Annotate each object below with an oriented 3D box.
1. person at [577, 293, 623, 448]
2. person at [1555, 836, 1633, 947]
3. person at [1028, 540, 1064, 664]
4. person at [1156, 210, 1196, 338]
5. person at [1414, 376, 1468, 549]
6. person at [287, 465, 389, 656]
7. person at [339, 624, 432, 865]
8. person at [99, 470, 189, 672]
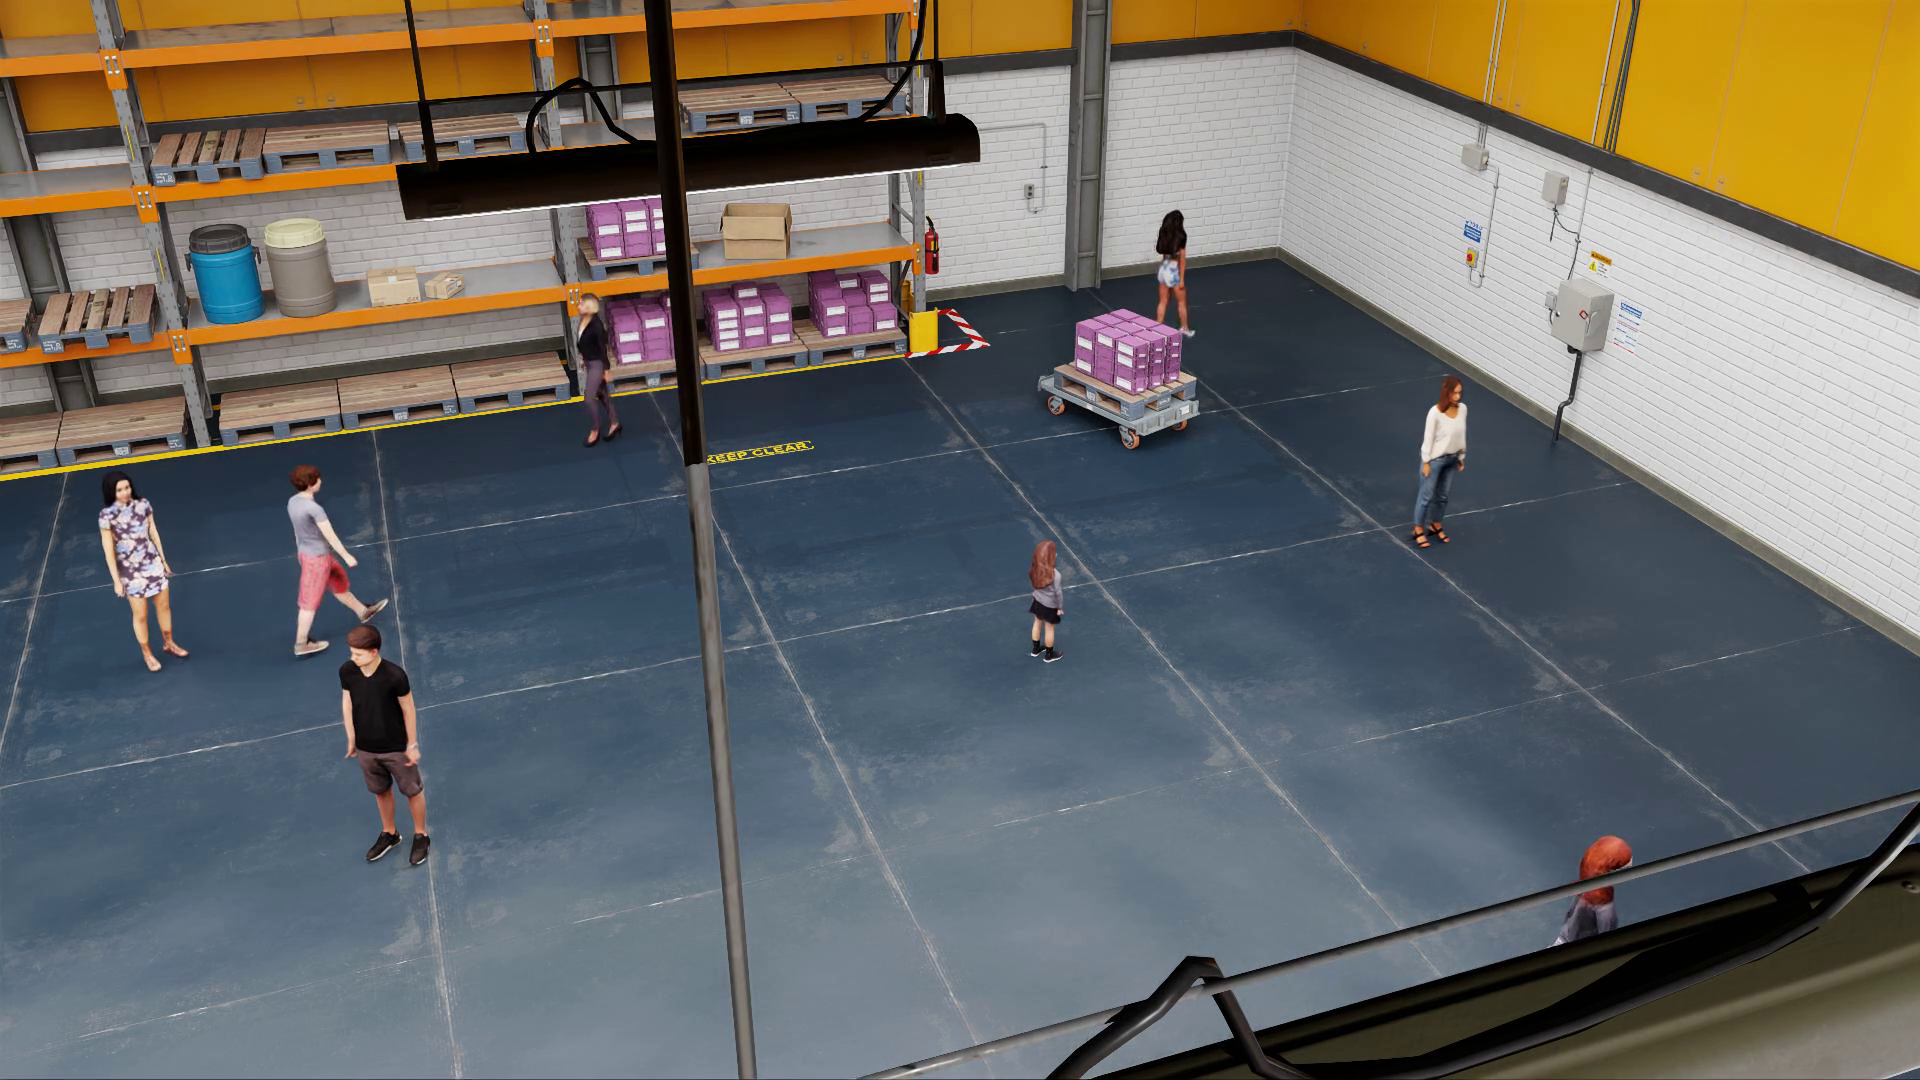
[{"bbox_3d":[-3.689,-1.784,17.298,0.722,1.658,0.664,-15,32,-25],"label":"person"},{"bbox_3d":[3.438,2.434,9.508,1.259,1.713,1.034,5,29,10],"label":"person"},{"bbox_3d":[0.707,0.487,13.710,0.550,1.106,0.534,-25,38,-38],"label":"person"},{"bbox_3d":[2.457,-3.095,19.755,0.843,1.606,0.710,-19,34,-31],"label":"person"},{"bbox_3d":[4.432,-0.741,15.362,0.498,1.680,0.687,-13,31,-23],"label":"person"},{"bbox_3d":[-5.385,0.201,13.711,1.202,1.607,0.895,-23,36,-36],"label":"person"},{"bbox_3d":[-3.906,1.357,11.327,0.720,1.860,0.836,6,29,10],"label":"person"},{"bbox_3d":[-6.670,0.230,13.526,0.765,1.734,0.653,20,35,32],"label":"person"}]
